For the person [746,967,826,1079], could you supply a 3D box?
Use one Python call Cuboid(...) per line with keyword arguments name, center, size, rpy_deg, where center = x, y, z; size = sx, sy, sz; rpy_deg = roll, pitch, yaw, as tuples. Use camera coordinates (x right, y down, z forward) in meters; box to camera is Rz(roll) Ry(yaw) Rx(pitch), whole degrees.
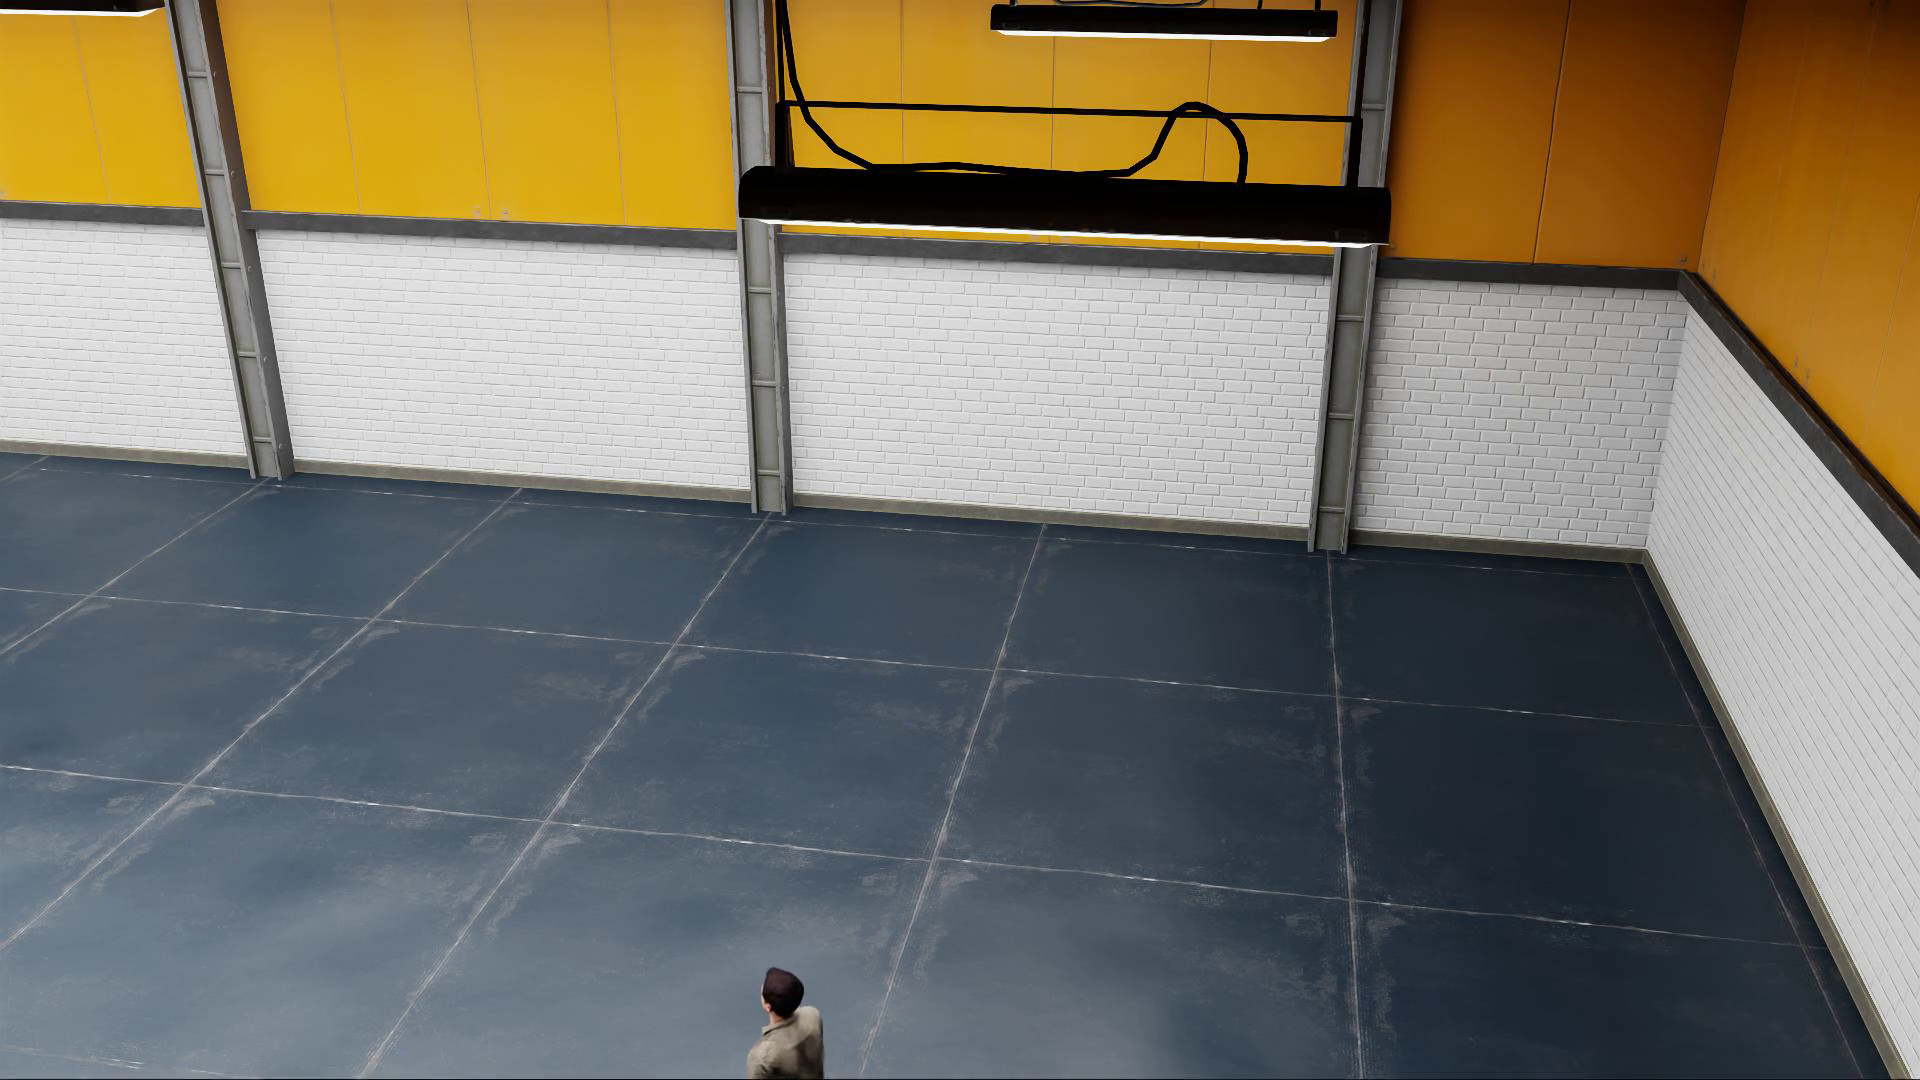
Cuboid(name="person", center=(-0.793, 2.996, 8.395), size=(0.858, 1.855, 0.822), rpy_deg=(13, 27, 28))
